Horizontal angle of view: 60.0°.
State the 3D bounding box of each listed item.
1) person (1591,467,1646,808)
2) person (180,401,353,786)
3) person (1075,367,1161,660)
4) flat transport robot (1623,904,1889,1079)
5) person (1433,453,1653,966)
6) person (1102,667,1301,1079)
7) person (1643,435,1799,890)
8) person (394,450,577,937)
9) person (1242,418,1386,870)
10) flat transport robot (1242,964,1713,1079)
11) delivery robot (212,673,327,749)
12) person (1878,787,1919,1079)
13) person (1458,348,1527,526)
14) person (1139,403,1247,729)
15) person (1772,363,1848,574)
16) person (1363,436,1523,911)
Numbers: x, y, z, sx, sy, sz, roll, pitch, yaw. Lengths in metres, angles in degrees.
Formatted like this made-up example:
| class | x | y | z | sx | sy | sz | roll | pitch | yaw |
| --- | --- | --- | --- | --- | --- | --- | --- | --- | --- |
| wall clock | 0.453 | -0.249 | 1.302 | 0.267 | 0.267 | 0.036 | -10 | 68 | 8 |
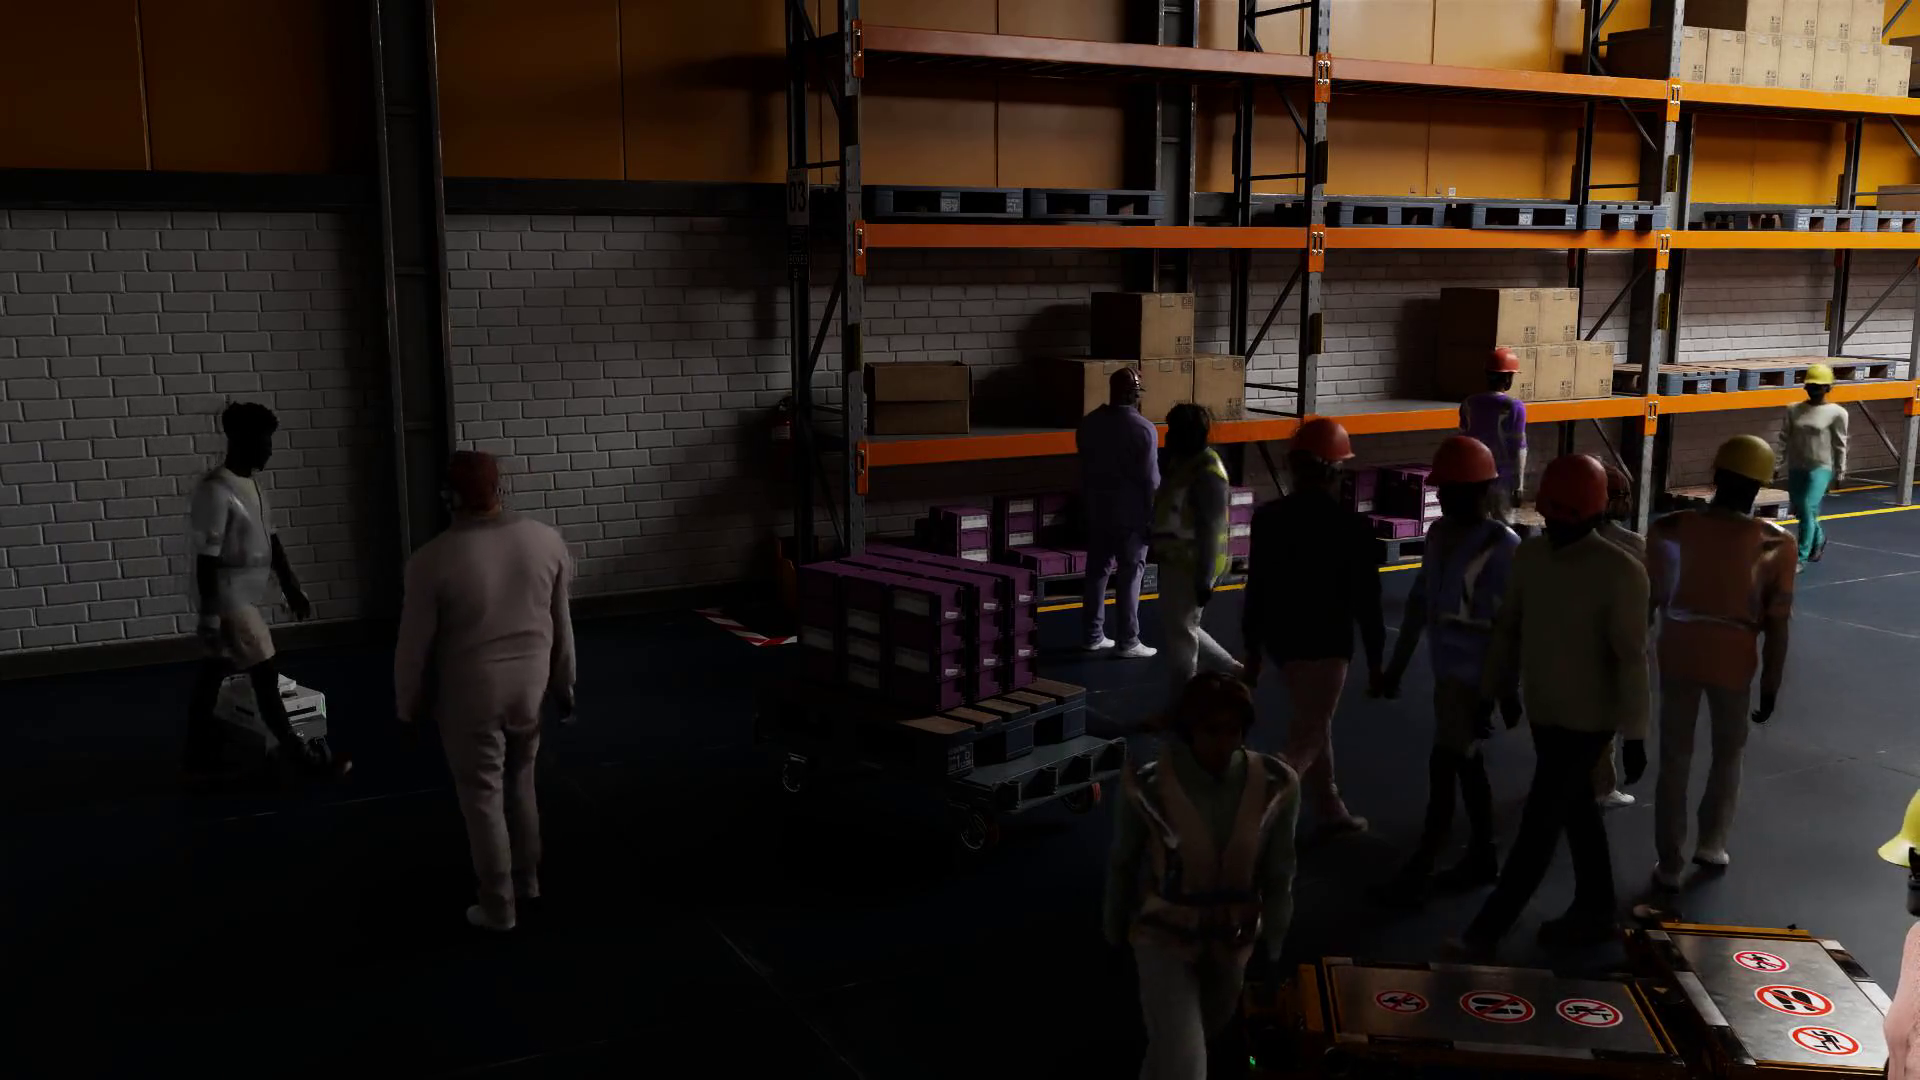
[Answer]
| class | x | y | z | sx | sy | sz | roll | pitch | yaw |
| --- | --- | --- | --- | --- | --- | --- | --- | --- | --- |
| person | 3.038 | 0.462 | 7.956 | 0.271 | 1.632 | 0.508 | -8 | 12 | -38 |
| person | -3.464 | 0.274 | 8.209 | 0.957 | 1.909 | 0.651 | -2 | 10 | -9 |
| person | 1.056 | -0.174 | 10.862 | 0.644 | 1.900 | 0.404 | 9 | 13 | 42 |
| flat transport robot | 2.707 | 1.571 | 5.489 | 0.652 | 0.197 | 1.431 | 1 | 10 | 8 |
| person | 2.138 | 0.633 | 6.096 | 1.012 | 1.918 | 0.686 | -4 | 10 | -20 |
| person | 0.621 | 1.070 | 4.629 | 0.492 | 1.577 | 0.859 | -2 | 10 | -10 |
| person | 3.120 | 0.505 | 6.966 | 0.638 | 1.892 | 0.623 | 5 | 11 | 27 |
| person | -1.882 | 0.586 | 6.475 | 0.681 | 1.892 | 0.558 | -9 | 13 | -41 |
| person | 1.482 | 0.453 | 7.131 | 1.022 | 1.958 | 0.621 | -8 | 13 | -38 |
| flat transport robot | 1.644 | 1.592 | 5.368 | 1.431 | 0.197 | 0.652 | 1 | 10 | 8 |
| delivery robot | -3.572 | 0.853 | 8.539 | 0.707 | 0.478 | 0.477 | 8 | 13 | 39 |
| person | 1.773 | 1.263 | 2.986 | 0.335 | 1.763 | 0.522 | 1 | 10 | 3 |
| person | 3.961 | -0.455 | 12.360 | 0.379 | 1.937 | 0.548 | -8 | 13 | -38 |
| person | 1.316 | 0.145 | 9.225 | 0.579 | 1.828 | 0.641 | -1 | 10 | -4 |
| person | 7.110 | -0.611 | 13.836 | 0.794 | 1.734 | 0.522 | -7 | 12 | -34 |
| person | 1.928 | 0.537 | 6.742 | 0.840 | 1.909 | 0.552 | -3 | 10 | -15 |
